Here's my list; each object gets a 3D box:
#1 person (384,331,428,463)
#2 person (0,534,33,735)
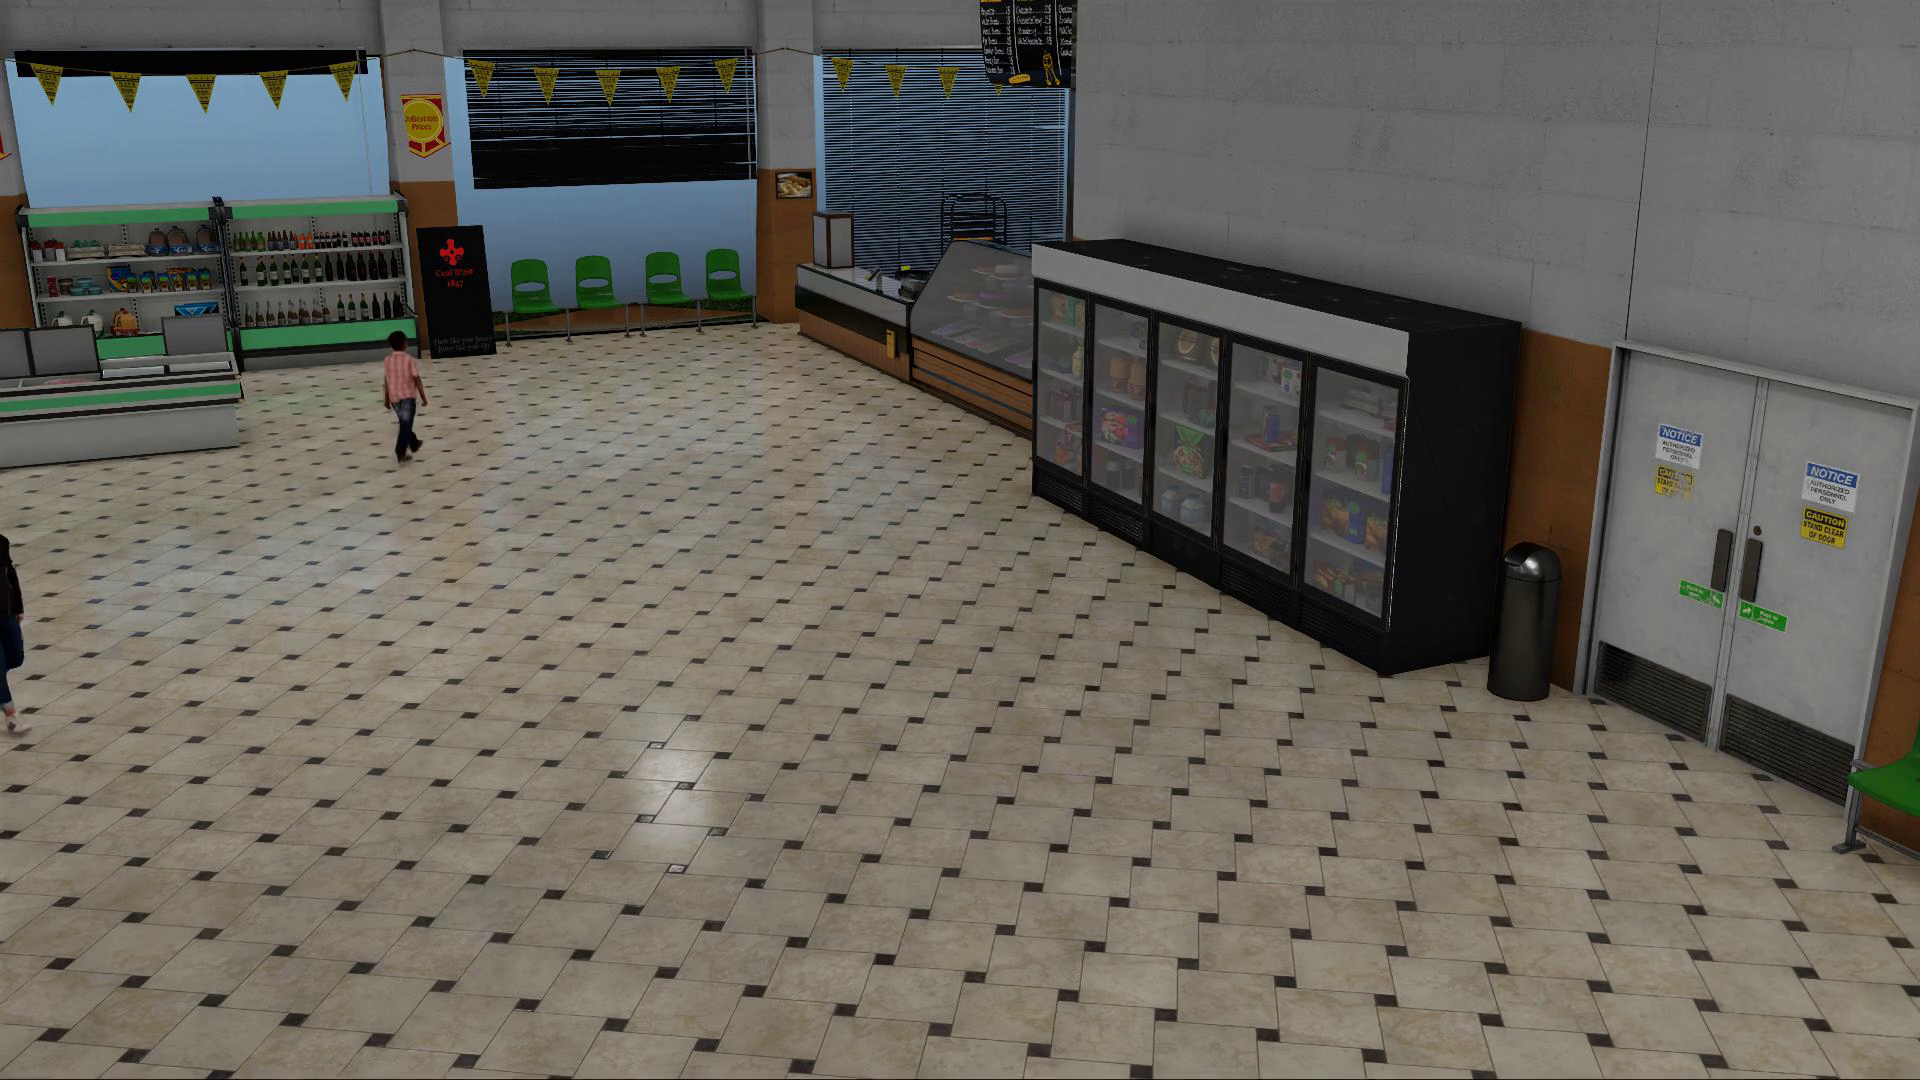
[{"bbox_3d":[-5.515,-1.385,16.389,0.910,1.272,0.876,2,17,8],"label":"person"},{"bbox_3d":[-5.897,0.442,10.031,0.890,1.471,0.832,6,18,20],"label":"person"}]
